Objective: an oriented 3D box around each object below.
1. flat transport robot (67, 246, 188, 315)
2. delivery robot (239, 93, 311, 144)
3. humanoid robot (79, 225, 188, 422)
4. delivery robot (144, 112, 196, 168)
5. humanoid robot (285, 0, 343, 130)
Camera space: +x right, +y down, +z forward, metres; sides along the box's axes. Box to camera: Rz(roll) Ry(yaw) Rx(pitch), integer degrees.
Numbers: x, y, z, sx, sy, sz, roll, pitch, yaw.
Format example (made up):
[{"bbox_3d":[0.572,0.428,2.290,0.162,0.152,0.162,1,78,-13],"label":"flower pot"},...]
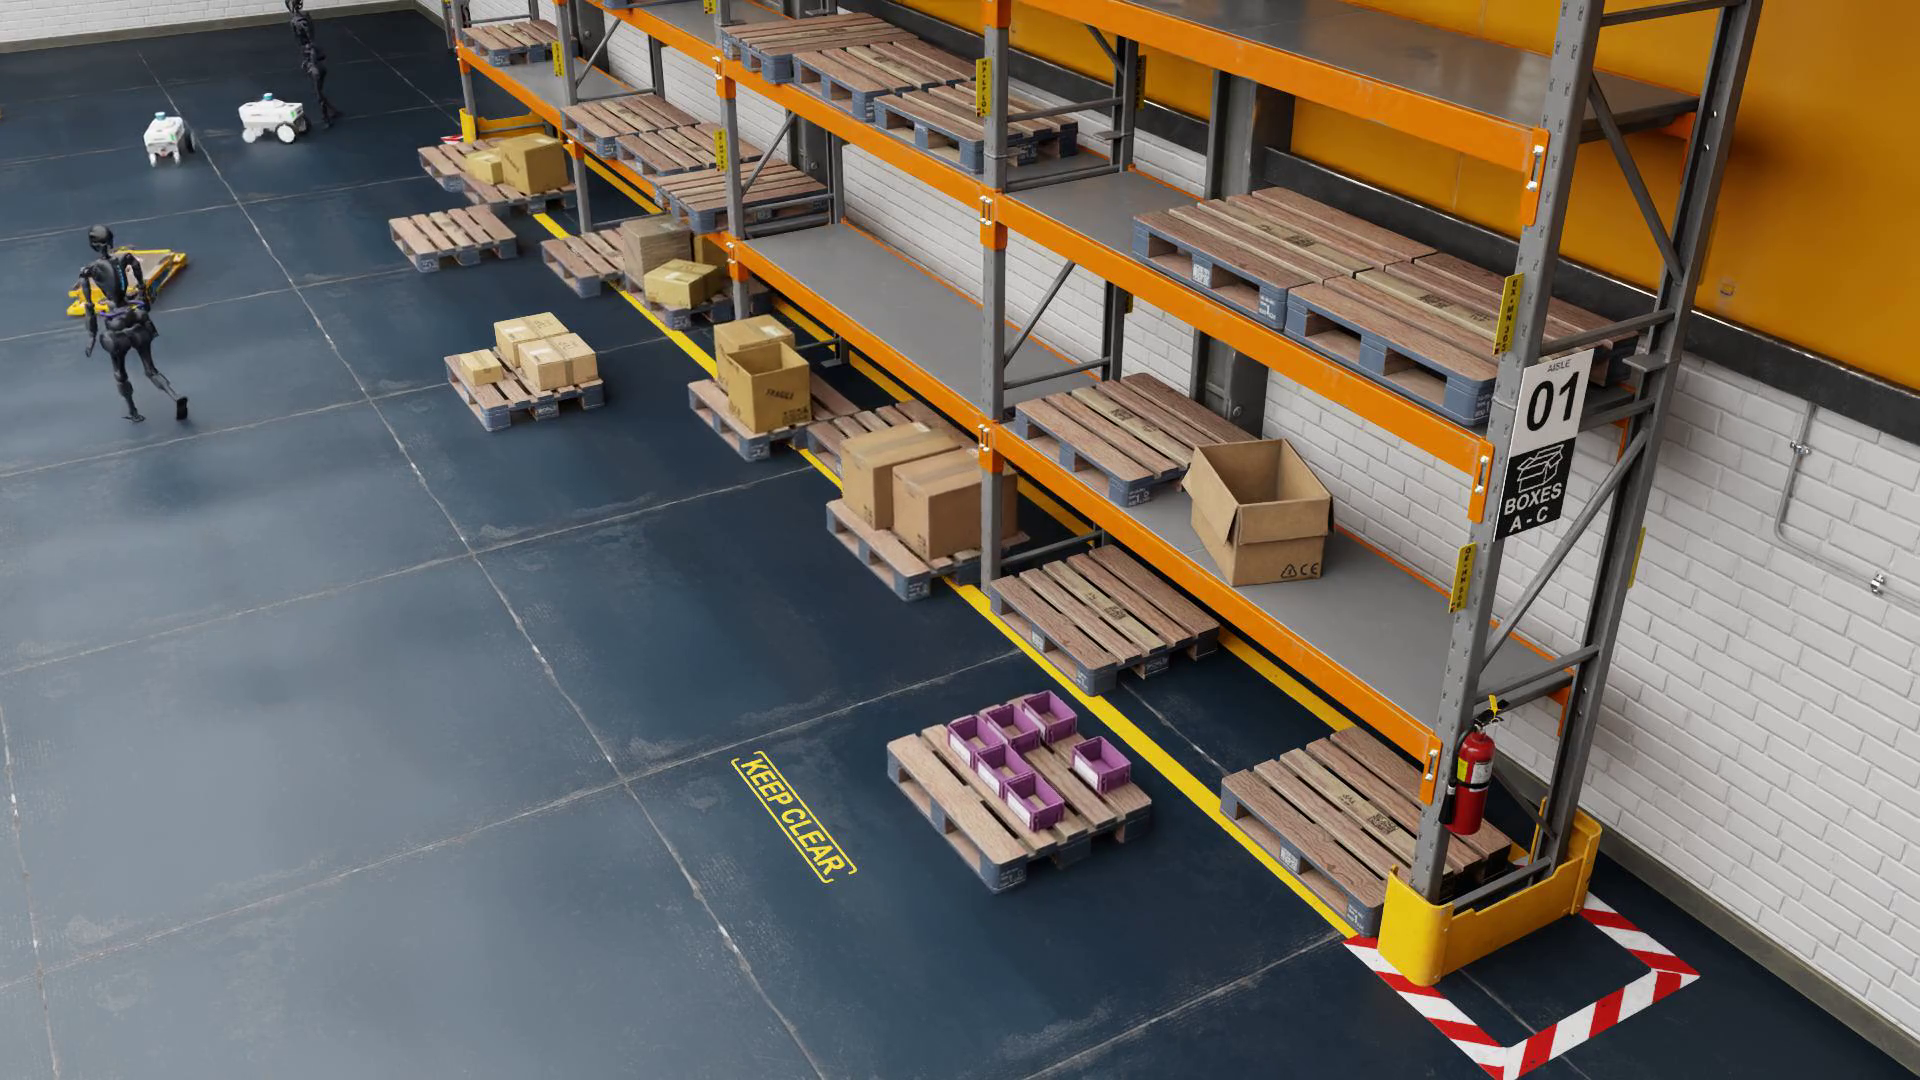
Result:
[{"bbox_3d":[-8.036,-2.513,16.069,0.659,0.231,1.431,-3,30,-5],"label":"flat transport robot"},{"bbox_3d":[-8.457,-5.195,20.530,0.805,0.612,0.499,1,30,1],"label":"delivery robot"},{"bbox_3d":[-6.605,-1.684,13.192,0.637,1.643,0.601,15,33,24],"label":"humanoid robot"},{"bbox_3d":[-9.448,-4.785,19.803,0.499,0.608,0.786,-7,30,-12],"label":"delivery robot"},{"bbox_3d":[-8.063,-5.998,20.801,0.465,1.644,0.608,-17,34,-28],"label":"humanoid robot"}]
